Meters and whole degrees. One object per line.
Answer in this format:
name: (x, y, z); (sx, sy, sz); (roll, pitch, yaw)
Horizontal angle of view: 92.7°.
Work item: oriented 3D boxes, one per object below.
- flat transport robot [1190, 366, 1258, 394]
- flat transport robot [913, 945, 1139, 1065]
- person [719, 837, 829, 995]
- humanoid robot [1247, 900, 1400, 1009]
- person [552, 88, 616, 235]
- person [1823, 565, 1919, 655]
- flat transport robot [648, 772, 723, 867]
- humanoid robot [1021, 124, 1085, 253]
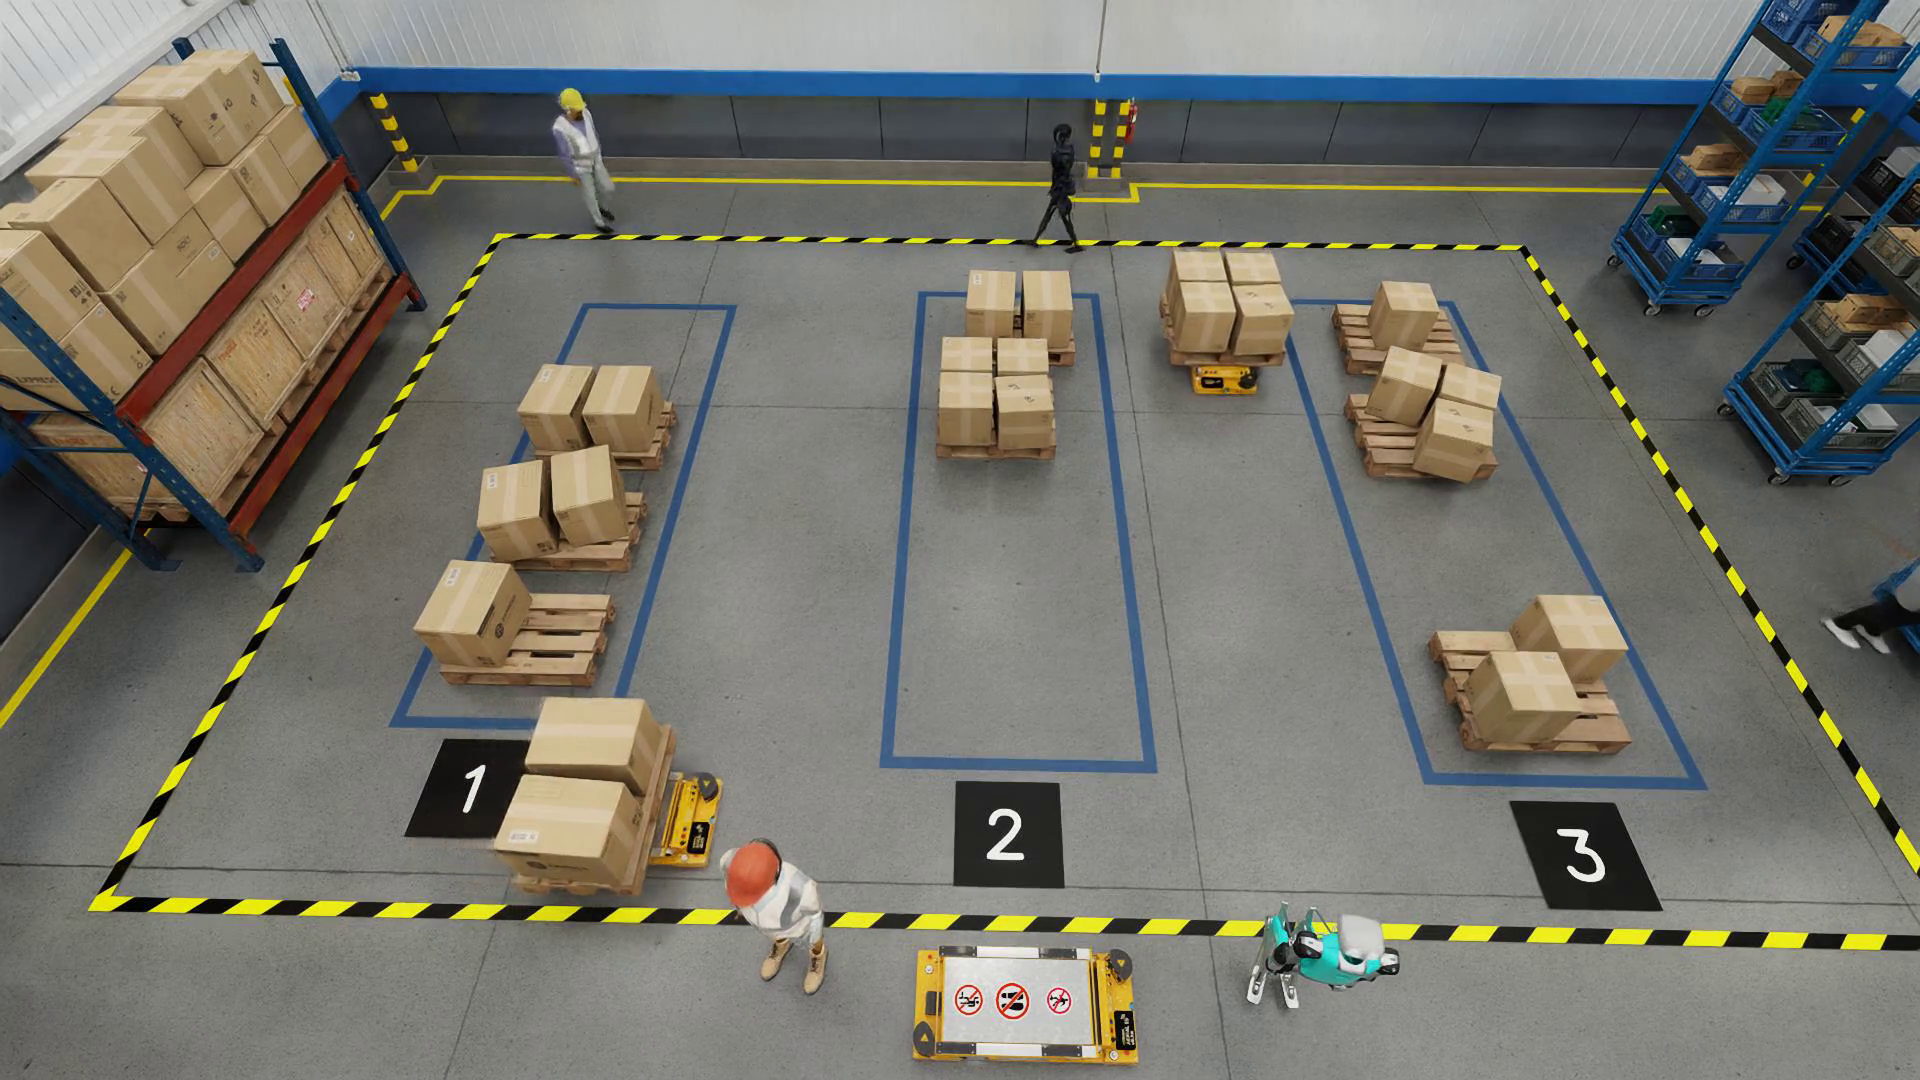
flat transport robot: (2.869, -2.178, 10.244); (0.652, 0.197, 1.431); (1, 51, 1)
flat transport robot: (0.422, 3.041, 6.007); (1.431, 0.231, 0.659); (1, 51, 1)
person: (-1.092, 2.268, 5.494); (0.604, 2.043, 0.373); (15, 52, 12)
humanoid robot: (2.113, 2.387, 5.503); (0.533, 1.681, 0.735); (9, 51, 7)
person: (-4.579, -4.624, 11.260); (0.434, 1.809, 0.607); (27, 56, 20)
person: (7.692, 0.368, 7.188); (0.607, 1.811, 0.593); (-23, 55, -18)
flat transport robot: (-2.545, 2.054, 6.794); (1.431, 0.197, 0.652); (1, 51, 1)
humanoid robot: (1.184, -4.170, 11.009); (0.788, 1.622, 0.611); (-7, 51, -6)
